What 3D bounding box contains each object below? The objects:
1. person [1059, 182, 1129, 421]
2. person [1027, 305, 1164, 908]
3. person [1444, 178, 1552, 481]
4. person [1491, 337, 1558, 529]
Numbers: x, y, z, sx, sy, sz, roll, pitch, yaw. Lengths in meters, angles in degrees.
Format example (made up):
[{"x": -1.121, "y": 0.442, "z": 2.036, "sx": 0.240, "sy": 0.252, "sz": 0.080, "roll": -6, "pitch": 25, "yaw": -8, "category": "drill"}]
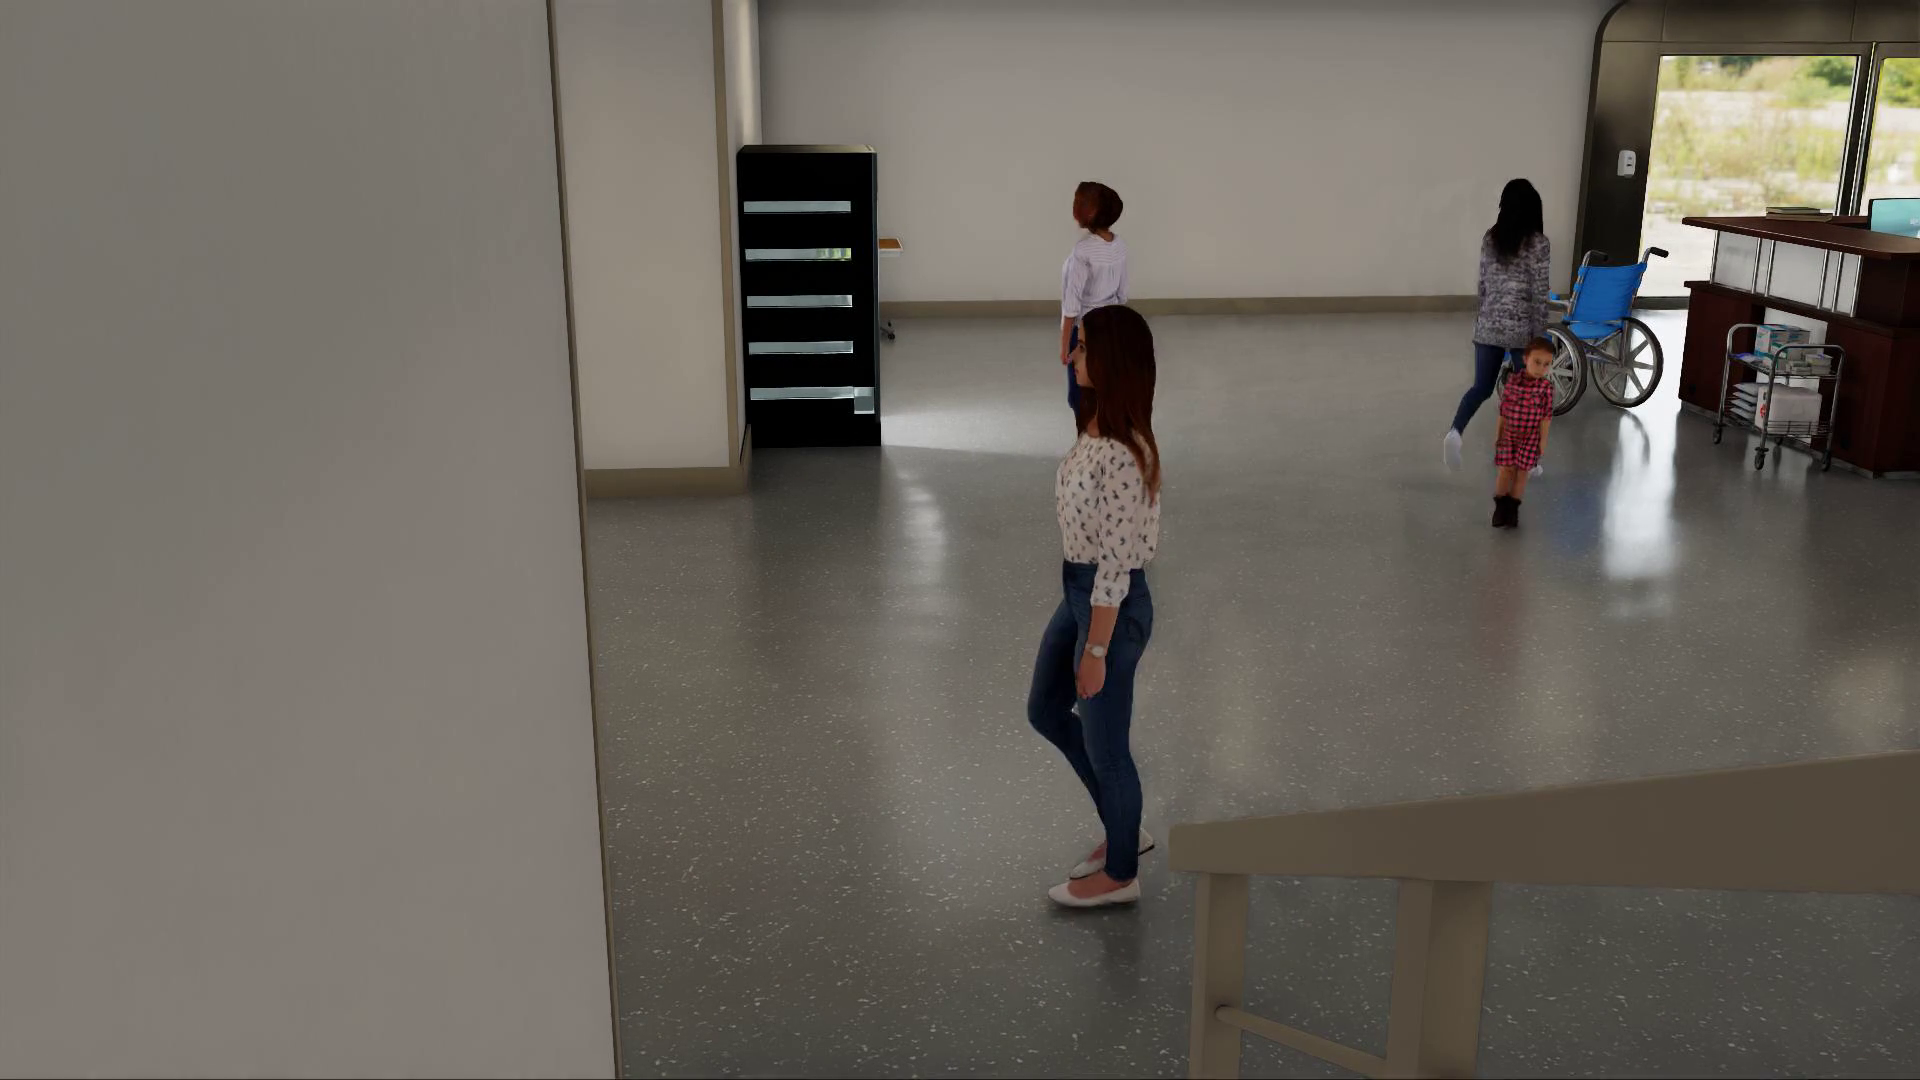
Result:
[{"x": 0.800, "y": -1.210, "z": 9.635, "sx": 0.853, "sy": 1.708, "sz": 0.898, "roll": -12, "pitch": 20, "yaw": -36, "category": "person"}, {"x": 0.478, "y": 0.214, "z": 4.564, "sx": 0.665, "sy": 1.720, "sz": 0.518, "roll": -1, "pitch": 16, "yaw": -4, "category": "person"}, {"x": 3.074, "y": -1.184, "z": 9.524, "sx": 1.038, "sy": 1.719, "sz": 1.004, "roll": -13, "pitch": 20, "yaw": -39, "category": "person"}, {"x": 2.907, "y": -0.557, "z": 8.608, "sx": 0.515, "sy": 1.009, "sz": 0.561, "roll": 10, "pitch": 18, "yaw": 31, "category": "person"}]
